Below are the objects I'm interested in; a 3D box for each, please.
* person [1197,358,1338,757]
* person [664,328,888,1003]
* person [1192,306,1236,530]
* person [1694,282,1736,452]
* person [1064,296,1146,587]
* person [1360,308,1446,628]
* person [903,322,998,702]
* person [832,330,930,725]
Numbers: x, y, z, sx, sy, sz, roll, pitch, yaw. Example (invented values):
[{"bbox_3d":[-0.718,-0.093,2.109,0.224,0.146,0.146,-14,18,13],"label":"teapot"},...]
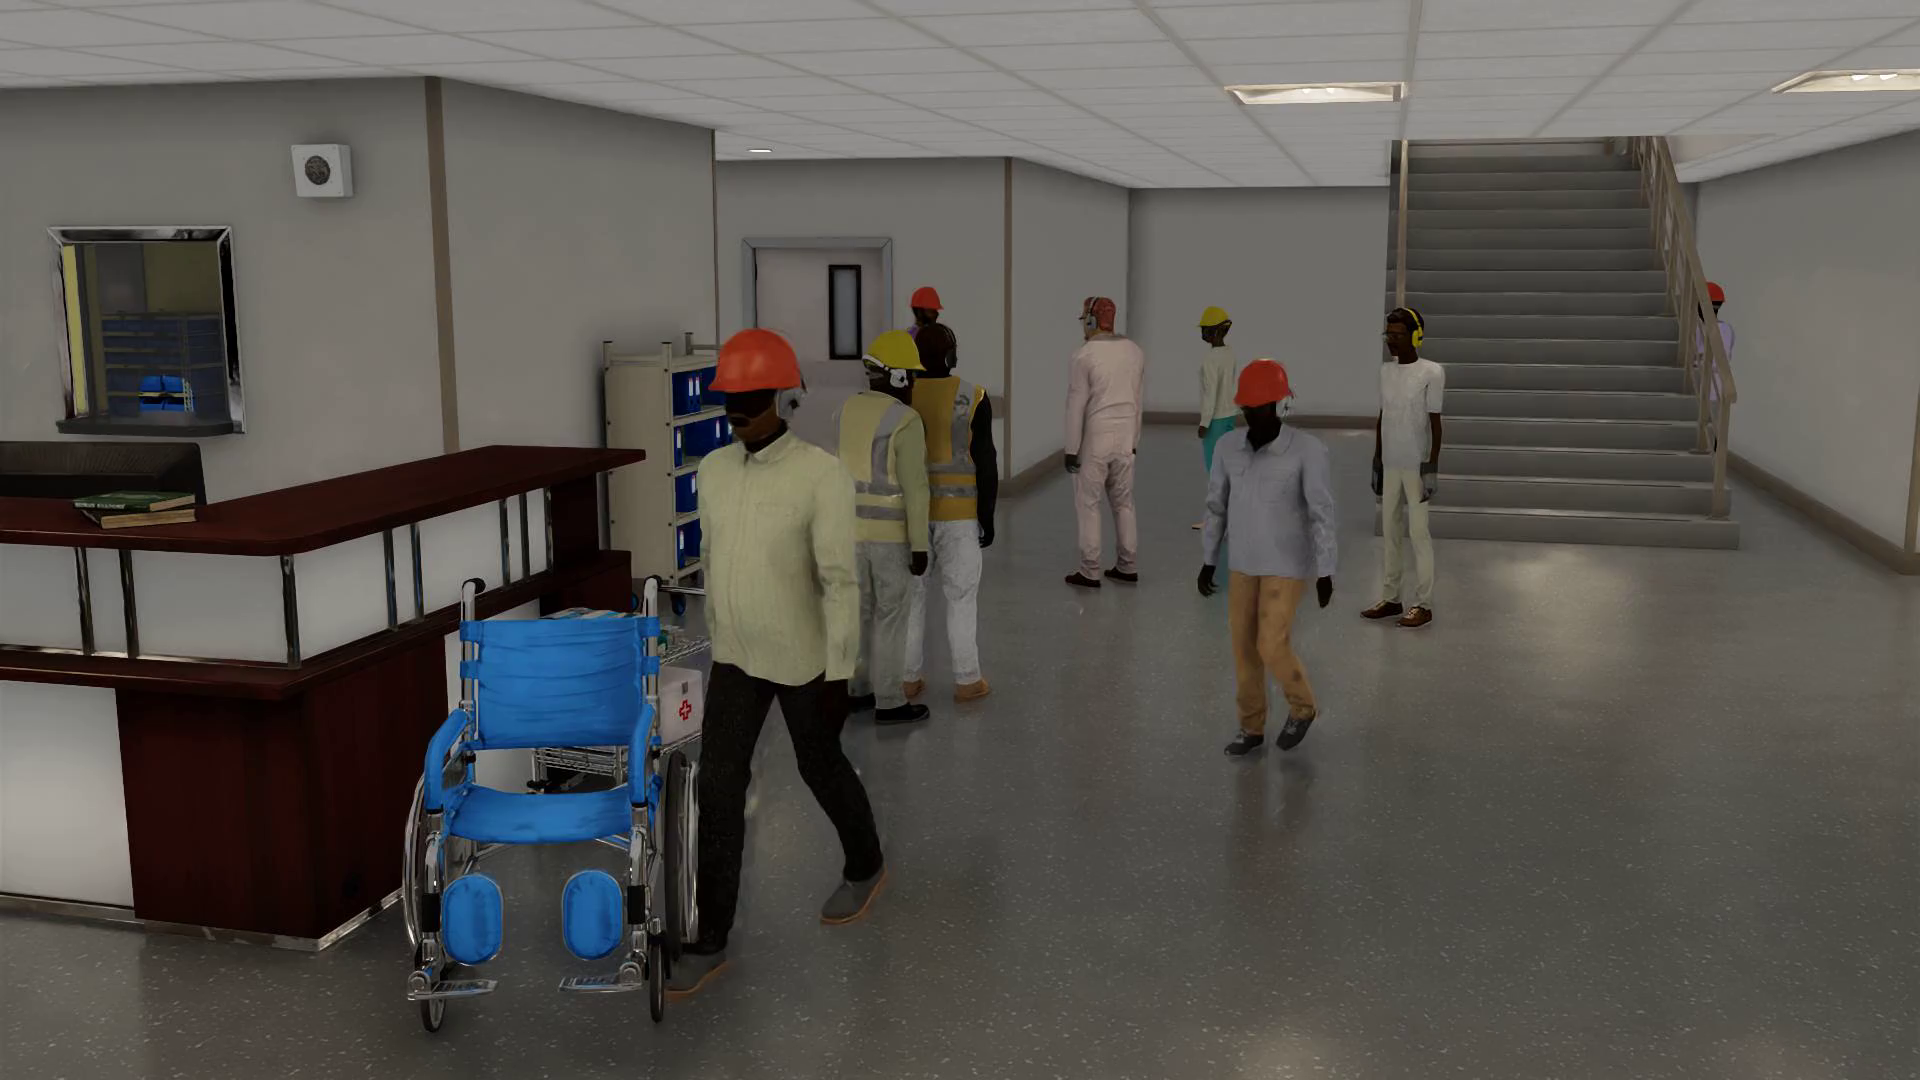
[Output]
[{"bbox_3d":[1.293,0.089,7.088,0.421,1.731,0.605,-9,13,-43],"label":"person"},{"bbox_3d":[-0.534,0.329,5.076,0.632,1.954,1.001,6,11,31],"label":"person"},{"bbox_3d":[2.010,-0.960,13.172,0.327,1.767,0.533,6,11,30],"label":"person"},{"bbox_3d":[6.445,-1.262,14.446,0.553,1.935,0.364,-7,12,-34],"label":"person"},{"bbox_3d":[0.920,-0.641,10.923,0.653,1.899,0.399,-7,12,-37],"label":"person"},{"bbox_3d":[2.605,-0.422,9.739,0.324,1.862,0.510,-6,11,-33],"label":"person"},{"bbox_3d":[-0.111,-0.128,8.061,0.623,1.844,0.429,3,10,15],"label":"person"},{"bbox_3d":[-0.343,-0.052,7.686,0.403,1.819,0.599,-8,13,-40],"label":"person"}]
